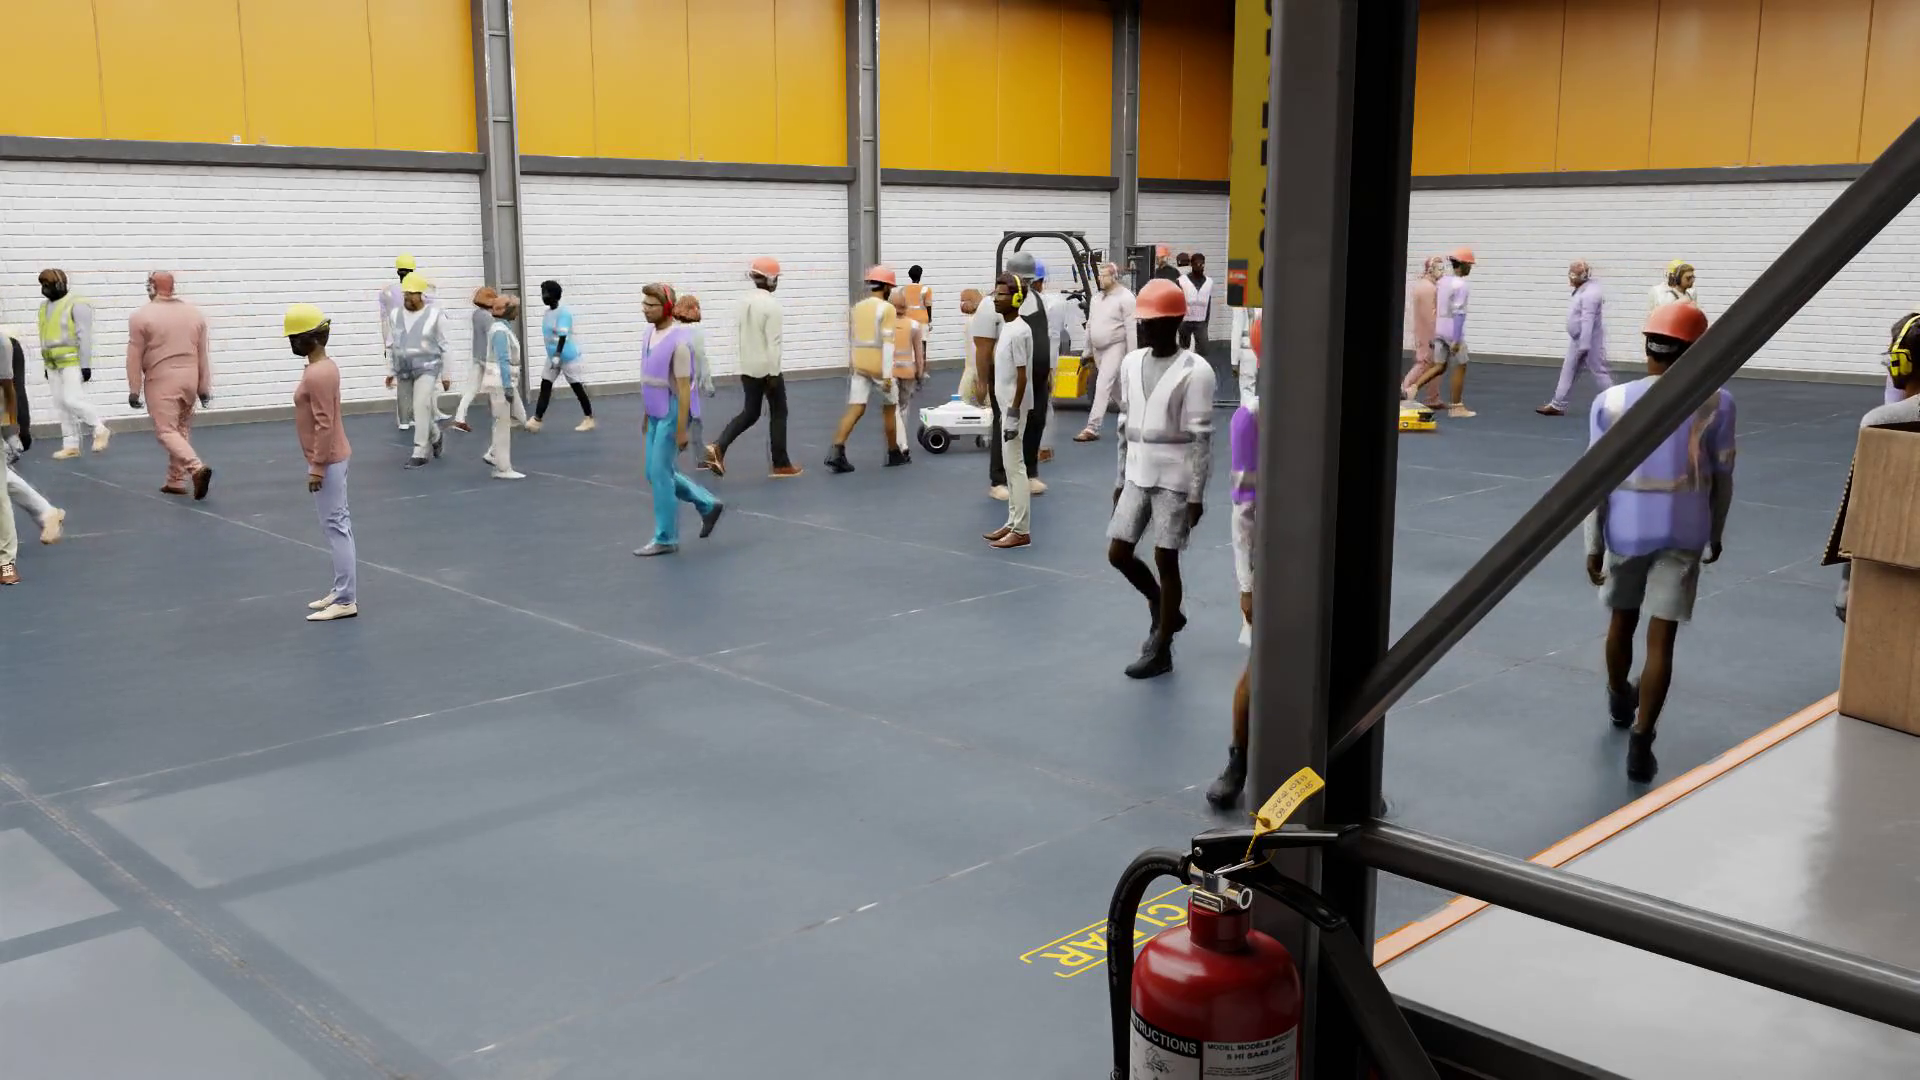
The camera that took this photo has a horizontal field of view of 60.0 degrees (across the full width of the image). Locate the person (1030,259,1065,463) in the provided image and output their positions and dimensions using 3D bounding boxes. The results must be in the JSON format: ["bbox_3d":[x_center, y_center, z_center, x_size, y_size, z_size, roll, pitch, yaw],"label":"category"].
[{"bbox_3d":[0.633,-1.627,15.363,0.624,1.908,0.794,9,14,41],"label":"person"}]

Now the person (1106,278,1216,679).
[{"bbox_3d":[0.962,-0.289,8.028,0.423,1.927,0.563,-10,14,-43],"label":"person"}]

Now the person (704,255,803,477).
[{"bbox_3d":[-1.807,-1.496,14.516,0.851,1.970,0.623,-9,14,-40],"label":"person"}]

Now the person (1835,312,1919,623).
[{"bbox_3d":[3.409,0.120,5.997,0.512,1.860,0.318,-2,11,-12],"label":"person"}]

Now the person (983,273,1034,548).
[{"bbox_3d":[0.337,-0.881,11.404,0.326,1.877,0.518,-1,10,-5],"label":"person"}]

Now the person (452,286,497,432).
[{"bbox_3d":[-5.157,-1.960,18.056,0.842,1.592,0.513,-9,14,-41],"label":"person"}]

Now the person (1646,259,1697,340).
[{"bbox_3d":[9.155,-2.692,21.431,0.595,1.825,0.403,4,11,21],"label":"person"}]

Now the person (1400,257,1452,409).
[{"bbox_3d":[5.629,-2.496,20.240,0.779,1.887,0.685,2,11,9],"label":"person"}]

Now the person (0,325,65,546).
[{"bbox_3d":[-6.412,-0.786,11.105,0.668,1.810,0.830,5,12,27],"label":"person"}]

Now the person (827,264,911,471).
[{"bbox_3d":[-0.838,-1.561,15.124,0.550,1.882,1.000,8,13,37],"label":"person"}]

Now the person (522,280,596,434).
[{"bbox_3d":[-4.332,-1.959,17.888,0.863,1.643,0.541,-10,14,-44],"label":"person"}]

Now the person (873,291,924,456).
[{"bbox_3d":[-0.587,-1.563,15.864,0.515,1.605,0.794,-4,11,-22],"label":"person"}]

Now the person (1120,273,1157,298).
[{"bbox_3d":[2.484,-3.065,23.336,0.690,1.863,1.029,-3,11,-16],"label":"person"}]

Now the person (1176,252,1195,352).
[{"bbox_3d":[3.802,-3.983,28.427,0.622,1.839,0.429,-3,11,-17],"label":"person"}]

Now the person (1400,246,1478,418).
[{"bbox_3d":[5.611,-2.397,19.320,0.859,2.012,0.652,-2,11,-13],"label":"person"}]

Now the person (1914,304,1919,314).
[{"bbox_3d":[8.522,-1.437,14.370,0.724,1.898,0.590,-9,14,-42],"label":"person"}]

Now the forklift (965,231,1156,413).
[{"bbox_3d":[1.222,-2.721,20.561,2.313,2.155,1.214,2,11,13],"label":"forklift"}]

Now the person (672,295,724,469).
[{"bbox_3d":[-2.496,-1.399,14.956,0.754,1.607,0.510,-7,13,-35],"label":"person"}]

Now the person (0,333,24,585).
[{"bbox_3d":[-5.994,-0.639,10.115,0.515,1.865,0.329,-3,11,-17],"label":"person"}]

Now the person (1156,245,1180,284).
[{"bbox_3d":[3.195,-3.619,26.037,0.517,1.980,0.636,-10,14,-43],"label":"person"}]

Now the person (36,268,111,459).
[{"bbox_3d":[-8.529,-1.682,15.903,0.636,1.825,0.468,5,11,24],"label":"person"}]

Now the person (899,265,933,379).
[{"bbox_3d":[-0.654,-3.224,24.685,0.531,1.694,0.320,4,11,21],"label":"person"}]

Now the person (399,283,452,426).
[{"bbox_3d":[-6.013,-2.083,18.679,0.742,1.595,0.510,-8,13,-38],"label":"person"}]

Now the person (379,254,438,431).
[{"bbox_3d":[-6.028,-2.160,18.232,0.584,1.928,0.372,-2,11,-13],"label":"person"}]

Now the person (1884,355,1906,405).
[{"bbox_3d":[5.386,-0.465,9.106,0.655,1.884,1.020,5,12,26],"label":"person"}]

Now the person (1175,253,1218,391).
[{"bbox_3d":[3.205,-2.939,22.614,0.594,1.874,0.921,-3,11,-16],"label":"person"}]

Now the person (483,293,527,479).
[{"bbox_3d":[-3.986,-1.343,14.585,0.354,1.622,0.549,-1,10,-5],"label":"person"}]

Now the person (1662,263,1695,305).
[{"bbox_3d":[7.808,-2.120,18.302,0.515,1.832,0.550,-8,13,-35],"label":"person"}]

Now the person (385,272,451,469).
[{"bbox_3d":[-5.019,-1.592,15.494,0.588,1.803,0.826,2,11,13],"label":"person"}]

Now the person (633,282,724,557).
[{"bbox_3d":[-1.920,-0.814,11.174,0.629,1.824,0.581,-6,12,-30],"label":"person"}]

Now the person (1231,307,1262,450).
[{"bbox_3d":[2.913,-1.788,16.343,0.579,1.879,0.350,-4,11,-21],"label":"person"}]

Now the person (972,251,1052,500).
[{"bbox_3d":[0.452,-1.348,13.492,0.734,2.000,0.570,-7,12,-33],"label":"person"}]

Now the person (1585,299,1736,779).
[{"bbox_3d":[2.851,-0.033,6.798,0.539,1.869,0.984,6,12,30],"label":"person"}]

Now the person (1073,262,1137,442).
[{"bbox_3d":[1.580,-1.980,17.443,0.995,1.861,0.660,-7,12,-33],"label":"person"}]

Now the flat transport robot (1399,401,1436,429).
[{"bbox_3d":[4.896,-1.424,18.738,0.652,0.197,1.431,1,10,5],"label":"flat transport robot"}]

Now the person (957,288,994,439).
[{"bbox_3d":[0.074,-1.716,16.709,0.800,1.594,0.508,3,11,17],"label":"person"}]

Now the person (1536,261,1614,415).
[{"bbox_3d":[7.364,-2.355,19.585,0.977,1.843,0.673,0,10,3],"label":"person"}]

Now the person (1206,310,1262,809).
[{"bbox_3d":[1.223,0.087,6.094,0.652,1.890,0.472,-4,11,-22],"label":"person"}]

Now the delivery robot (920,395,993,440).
[{"bbox_3d":[-0.030,-1.194,16.454,0.707,0.478,0.477,-2,11,-8],"label":"delivery robot"}]

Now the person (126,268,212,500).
[{"bbox_3d":[-6.346,-1.253,13.460,0.854,1.878,0.644,6,12,29],"label":"person"}]

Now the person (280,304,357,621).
[{"bbox_3d":[-3.563,-0.430,9.264,0.328,1.759,0.524,-3,11,-16],"label":"person"}]
